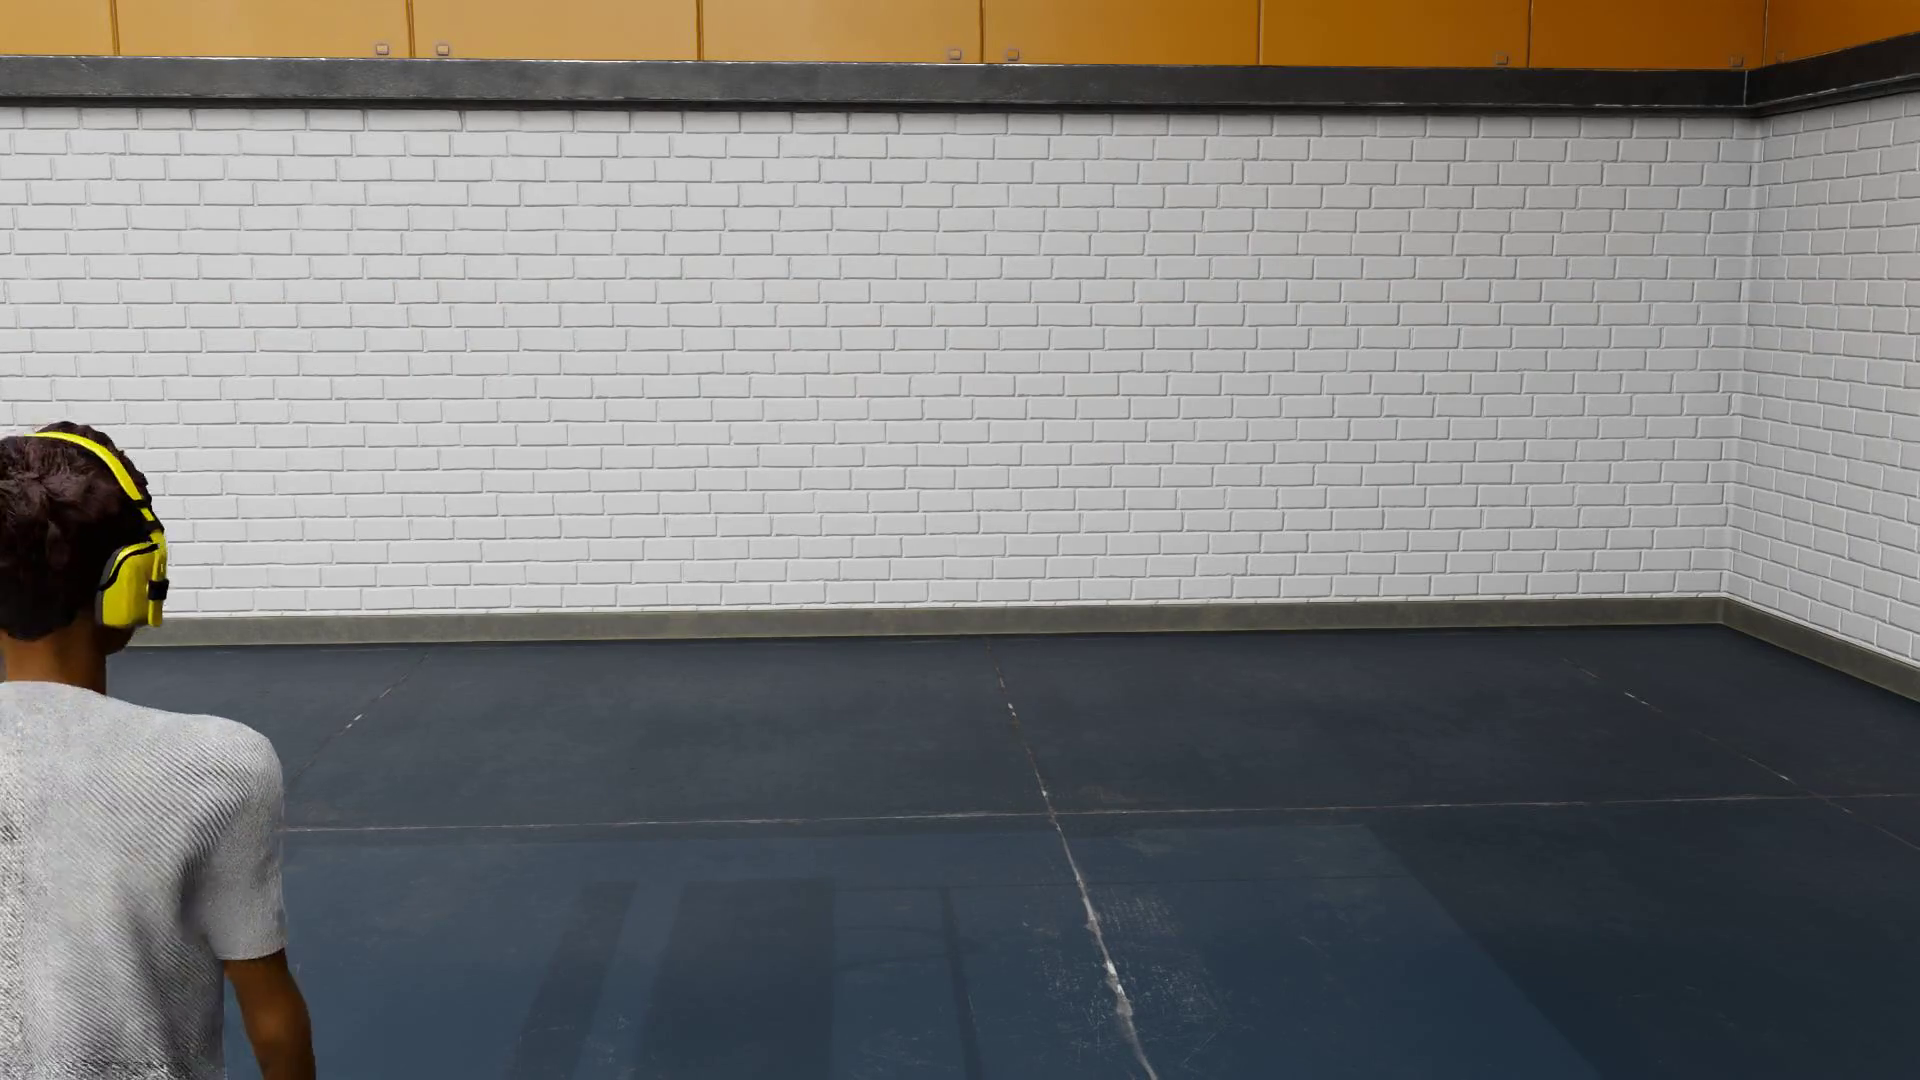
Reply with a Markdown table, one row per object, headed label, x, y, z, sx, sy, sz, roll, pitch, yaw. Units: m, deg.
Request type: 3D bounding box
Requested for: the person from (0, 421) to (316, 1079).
| label | x | y | z | sx | sy | sz | roll | pitch | yaw |
| --- | --- | --- | --- | --- | --- | --- | --- | --- | --- |
| person | -0.991 | 0.796 | 1.942 | 0.504 | 1.855 | 0.432 | 0 | 9 | 2 |
